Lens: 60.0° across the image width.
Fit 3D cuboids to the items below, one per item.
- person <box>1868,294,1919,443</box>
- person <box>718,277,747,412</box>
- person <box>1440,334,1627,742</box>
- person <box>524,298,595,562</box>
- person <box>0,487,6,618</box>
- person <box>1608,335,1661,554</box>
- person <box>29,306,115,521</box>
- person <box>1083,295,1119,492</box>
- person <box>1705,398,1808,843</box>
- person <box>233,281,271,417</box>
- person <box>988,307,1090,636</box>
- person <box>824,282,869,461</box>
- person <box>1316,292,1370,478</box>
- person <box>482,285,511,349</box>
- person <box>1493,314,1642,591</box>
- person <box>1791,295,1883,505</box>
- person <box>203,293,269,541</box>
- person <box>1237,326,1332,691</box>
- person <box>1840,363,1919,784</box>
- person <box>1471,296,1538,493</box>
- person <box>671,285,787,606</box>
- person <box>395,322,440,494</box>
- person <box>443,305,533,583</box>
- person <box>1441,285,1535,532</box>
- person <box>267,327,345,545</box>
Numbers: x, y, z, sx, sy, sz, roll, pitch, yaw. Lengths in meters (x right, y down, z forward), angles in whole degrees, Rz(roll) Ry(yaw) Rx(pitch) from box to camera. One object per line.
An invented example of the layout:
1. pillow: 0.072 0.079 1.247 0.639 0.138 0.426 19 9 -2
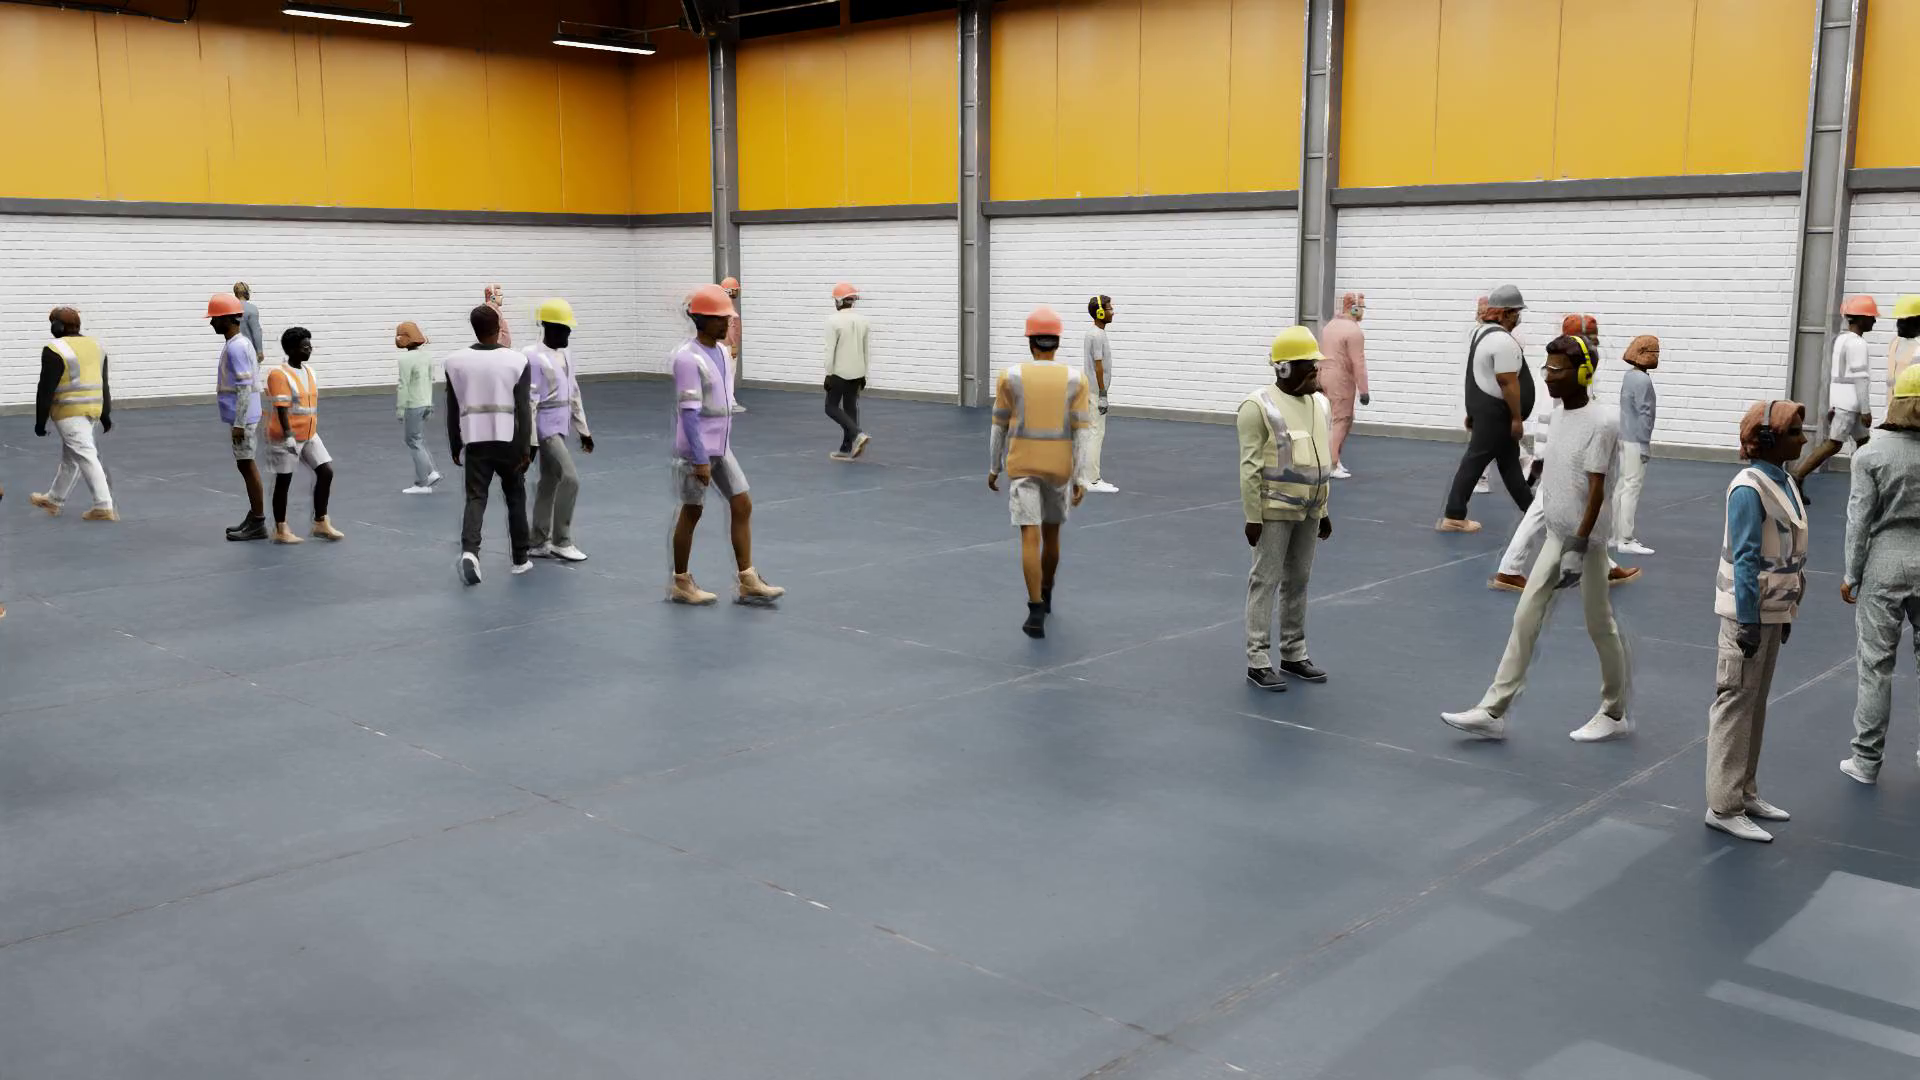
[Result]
1. person: 7.837 -1.087 13.886 0.667 1.901 0.602 -1 9 -7
2. person: -3.413 -2.899 24.724 0.376 1.995 0.612 -3 10 -18
3. person: 2.622 0.021 7.322 0.935 1.824 0.535 -3 10 -16
4. person: -2.899 -0.788 12.059 0.629 1.898 0.608 1 9 7
5. person: -5.922 -0.380 9.697 0.583 1.862 0.745 -1 9 -4
6. person: 5.067 -0.718 12.457 0.264 1.632 0.508 1 9 7
7. person: -7.564 -1.057 14.030 0.927 1.794 0.654 2 9 10
8. person: 1.339 -1.393 15.861 0.328 1.877 0.511 -1 9 -4
9. person: 2.997 0.290 6.255 0.307 1.644 0.514 7 12 37
10. person: -10.210 -2.715 23.771 0.630 1.940 0.372 4 10 22
11. person: 0.464 -0.429 9.902 0.565 1.885 0.997 -1 9 -6
12. person: -1.221 -1.835 18.243 0.568 1.982 0.639 8 12 42
13. person: 3.895 -1.565 16.901 0.535 1.882 0.715 -3 10 -15
14. person: -6.172 -2.431 22.123 0.403 1.911 0.637 -5 10 -28
15. person: 3.997 -0.559 10.894 1.015 1.826 0.607 0 9 1
16. person: 7.861 -1.225 14.794 0.987 1.900 0.558 3 10 18
17. person: -5.664 -0.958 13.007 0.376 1.932 0.551 -4 10 -22
18. person: 1.670 -0.162 8.440 0.592 1.833 0.404 -7 11 -36
19. person: 3.886 0.147 6.842 0.487 1.737 0.321 3 10 17
20. person: 5.059 -1.342 15.566 0.673 1.876 0.654 9 13 44
21. person: -1.463 -0.564 10.338 0.878 2.009 0.647 3 10 19
22. person: -5.152 -1.236 15.639 0.341 1.620 0.520 1 9 8
23. person: -3.215 -0.653 11.335 0.603 1.883 0.812 -1 9 -6
24. person: 4.387 -1.068 13.361 1.035 2.000 0.704 1 9 4
25. person: -5.038 -0.786 12.754 0.609 1.680 0.550 3 10 16
